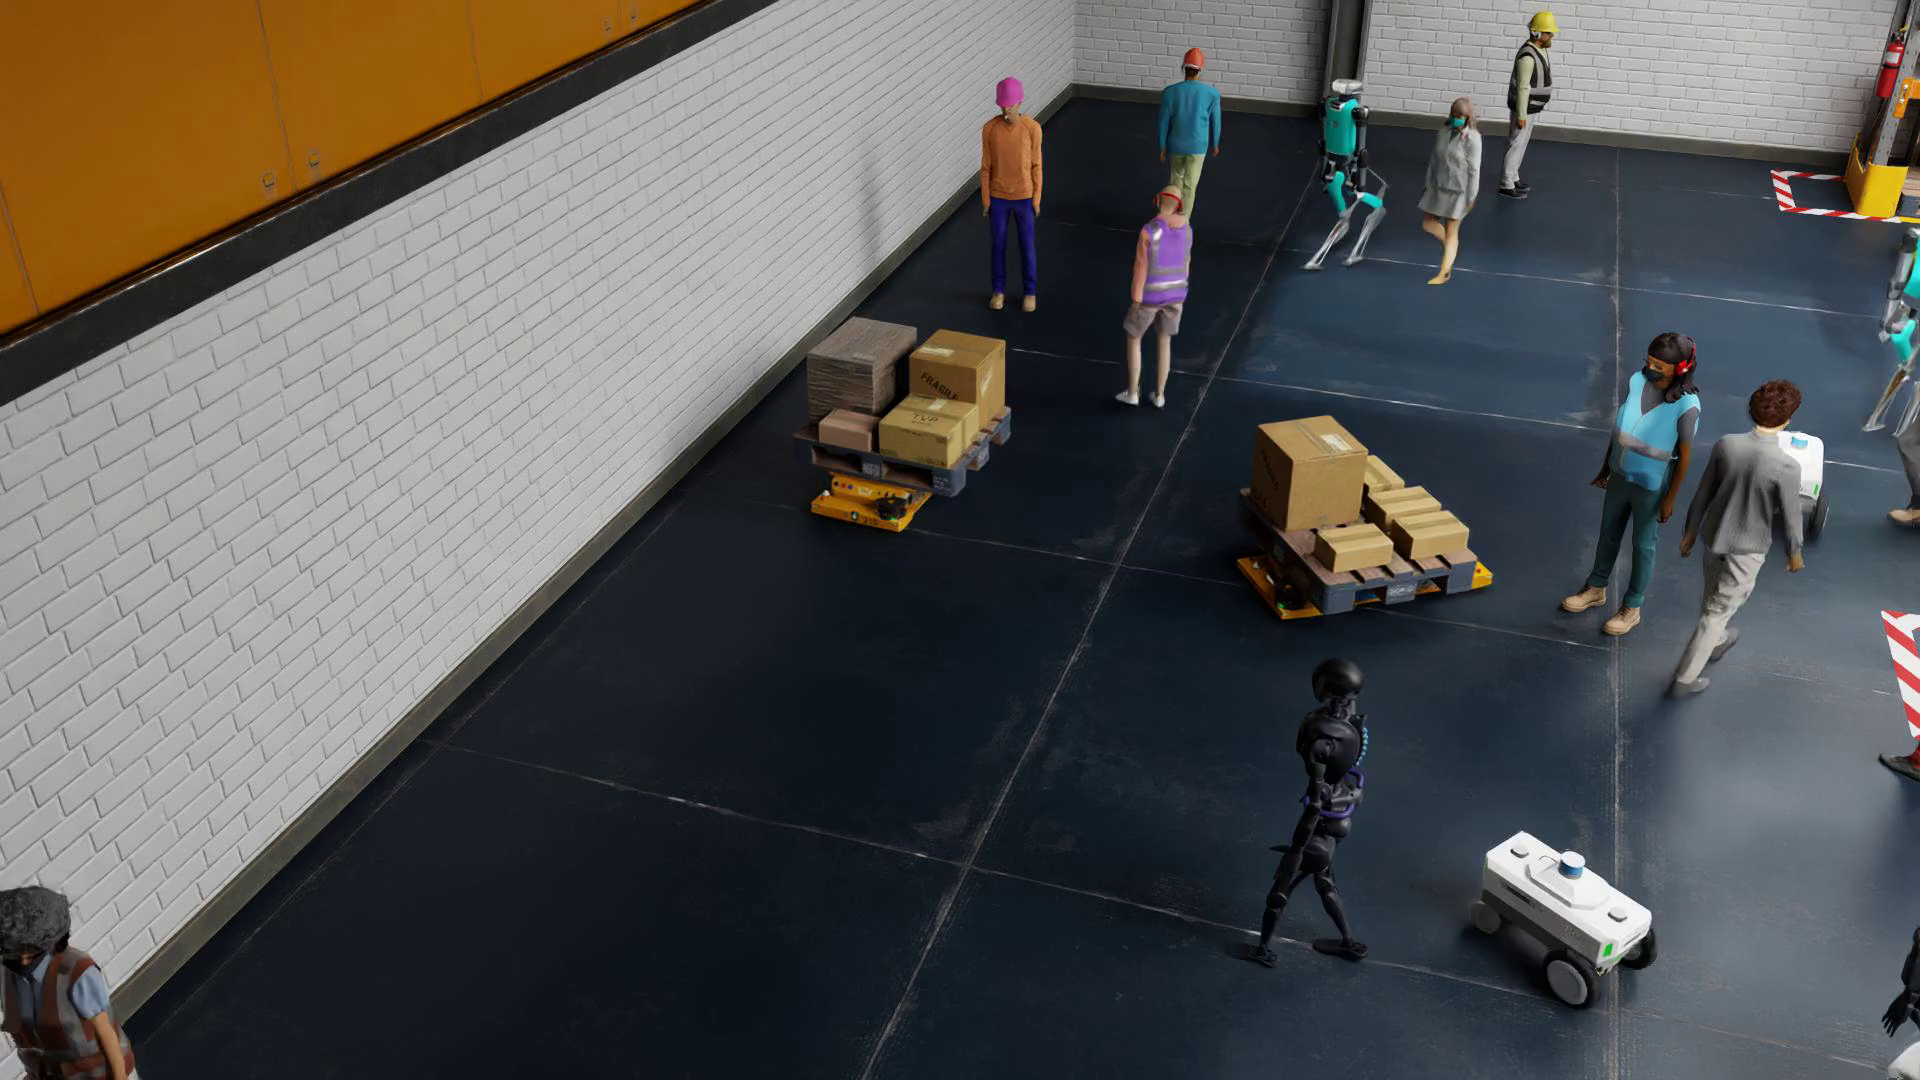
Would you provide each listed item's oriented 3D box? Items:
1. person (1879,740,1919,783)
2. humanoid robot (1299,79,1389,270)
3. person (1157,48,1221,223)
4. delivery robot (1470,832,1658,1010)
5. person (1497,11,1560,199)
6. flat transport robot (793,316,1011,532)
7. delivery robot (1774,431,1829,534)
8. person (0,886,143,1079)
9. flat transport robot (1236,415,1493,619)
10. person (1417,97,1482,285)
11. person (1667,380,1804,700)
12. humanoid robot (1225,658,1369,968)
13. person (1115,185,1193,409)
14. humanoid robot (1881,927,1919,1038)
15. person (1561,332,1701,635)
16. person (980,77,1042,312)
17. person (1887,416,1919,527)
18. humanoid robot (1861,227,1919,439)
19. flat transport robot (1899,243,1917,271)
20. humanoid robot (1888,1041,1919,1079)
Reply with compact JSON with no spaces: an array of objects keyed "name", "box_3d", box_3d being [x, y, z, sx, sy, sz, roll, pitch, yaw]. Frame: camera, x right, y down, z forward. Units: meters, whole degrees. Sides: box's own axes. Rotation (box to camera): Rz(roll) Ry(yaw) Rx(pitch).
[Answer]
[{"name":"person","box_3d":[5.091,0.443,8.403,0.523,1.759,0.330,-12,32,-19]},{"name":"humanoid robot","box_3d":[3.449,-3.186,14.606,0.890,1.771,0.545,-20,36,-30]},{"name":"person","box_3d":[2.150,-3.723,15.526,0.559,1.713,0.854,10,32,16]},{"name":"delivery robot","box_3d":[2.723,1.681,7.497,0.499,0.608,0.811,-21,36,-31]},{"name":"person","box_3d":[5.593,-4.283,16.382,0.403,1.826,0.594,15,34,24]},{"name":"flat transport robot","box_3d":[-0.410,-0.511,11.494,0.659,0.231,1.431,13,33,20]},{"name":"delivery robot","box_3d":[5.516,-0.408,11.056,0.499,0.613,0.811,13,33,21]},{"name":"person","box_3d":[-3.178,1.884,6.030,0.464,1.666,0.674,3,31,5]},{"name":"flat transport robot","box_3d":[2.515,0.156,10.360,1.431,0.231,0.659,-9,32,-14]},{"name":"person","box_3d":[4.281,-3.033,14.413,0.471,1.641,0.533,-22,37,-32]},{"name":"person","box_3d":[4.295,-0.012,9.072,0.822,1.865,0.551,-17,35,-27]},{"name":"humanoid robot","box_3d":[1.546,1.187,7.235,0.624,1.635,0.598,13,33,21]},{"name":"person","box_3d":[1.479,-1.778,12.271,0.524,1.655,0.405,-12,33,-20]},{"name":"humanoid robot","box_3d":[3.882,1.730,6.356,0.585,1.652,0.729,7,31,12]},{"name":"person","box_3d":[3.933,-0.335,9.616,0.391,1.871,0.524,-17,34,-26]},{"name":"person","box_3d":[0.420,-2.866,13.829,0.515,1.972,0.405,5,31,8]},{"name":"person","box_3d":[6.340,-0.905,10.640,0.461,1.806,0.552,19,35,29]},{"name":"humanoid robot","box_3d":[6.837,-1.508,11.751,0.675,1.785,0.547,-24,38,-34]},{"name":"flat transport robot","box_3d":[9.259,-2.485,14.853,1.431,0.231,0.659,7,31,13]},{"name":"humanoid robot","box_3d":[2.746,2.180,5.492,0.556,1.773,0.954,-21,36,-31]}]
